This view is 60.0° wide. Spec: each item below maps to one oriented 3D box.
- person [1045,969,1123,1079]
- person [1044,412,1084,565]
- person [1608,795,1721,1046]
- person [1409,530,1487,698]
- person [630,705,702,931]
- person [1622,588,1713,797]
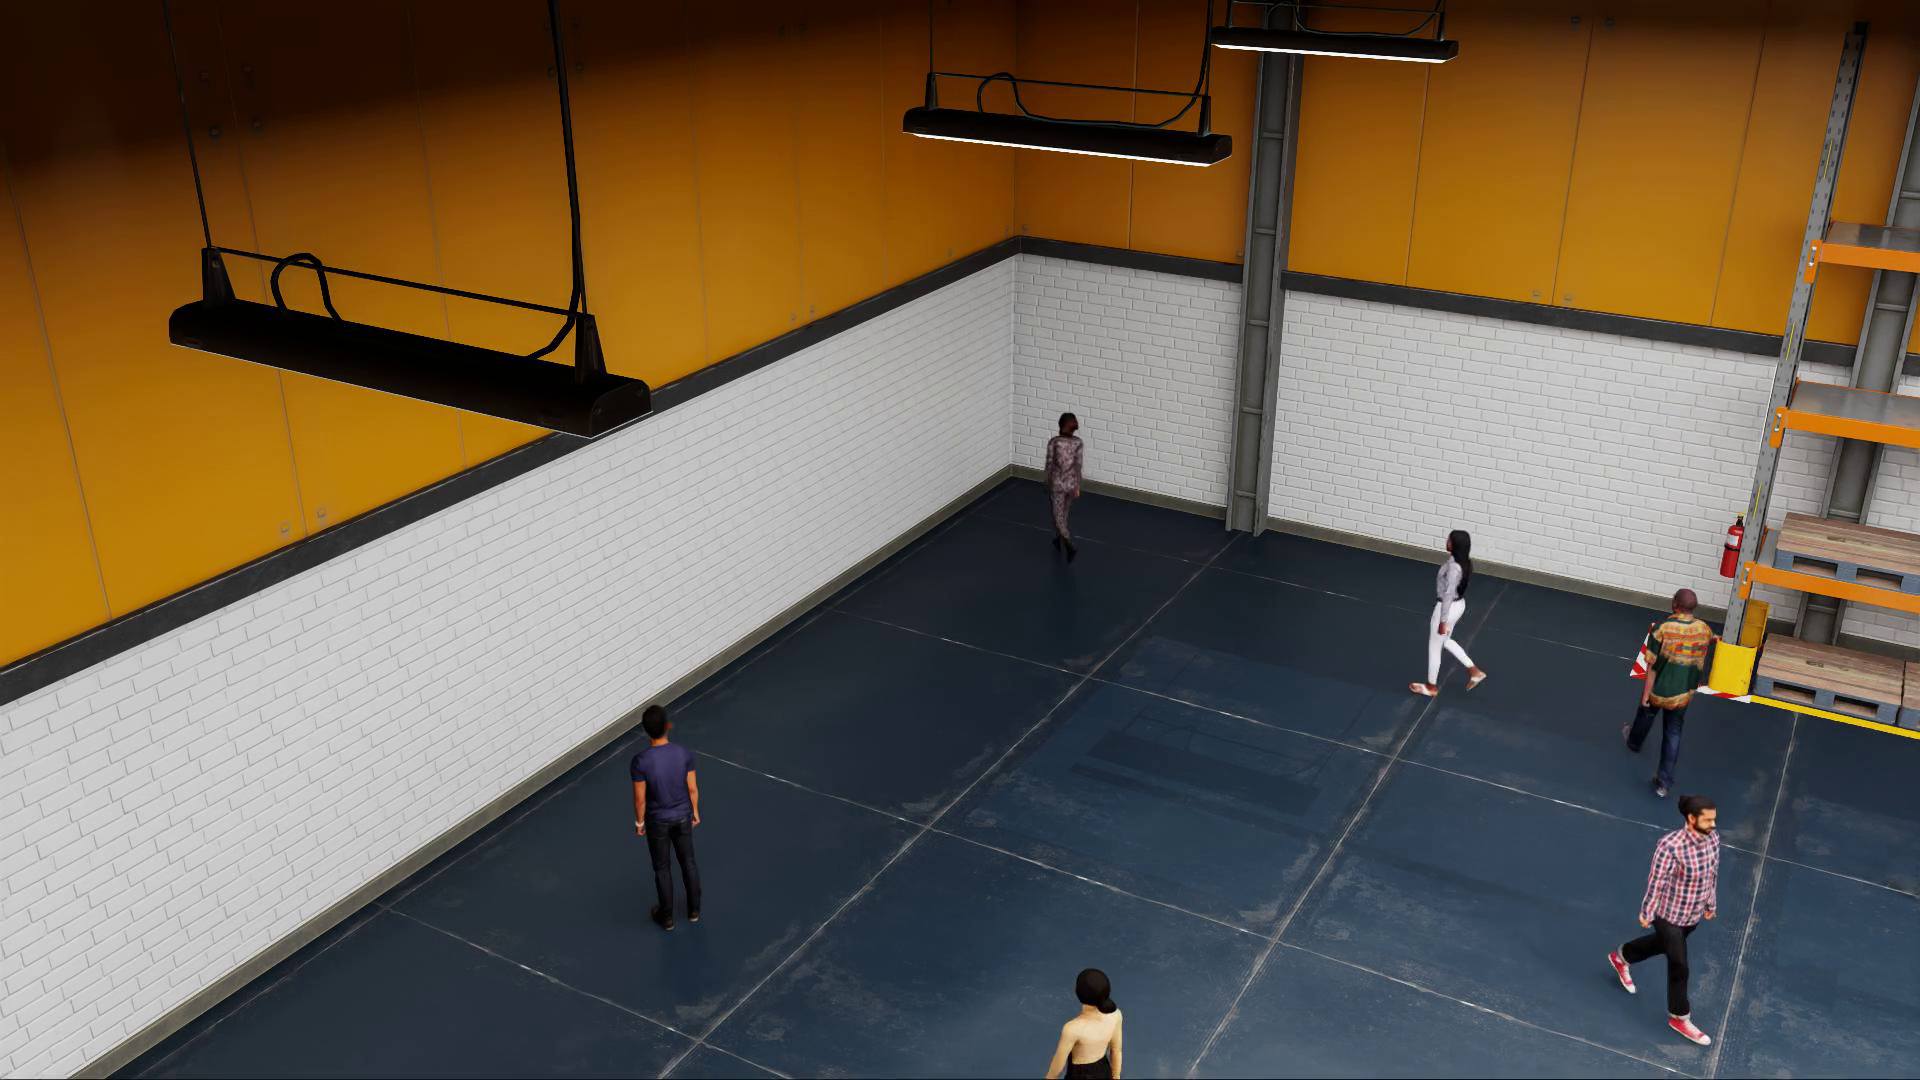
[{"bbox_3d":[0.779,3.244,9.626,0.854,1.608,1.093,-16,28,-32],"label":"person"},{"bbox_3d":[1.146,-0.547,18.201,1.021,1.685,1.098,-6,24,-14],"label":"person"},{"bbox_3d":[4.792,2.454,11.258,1.051,1.748,1.249,-14,27,-29],"label":"person"},{"bbox_3d":[4.577,0.700,15.315,0.900,1.712,0.623,15,28,30],"label":"person"},{"bbox_3d":[-2.138,2.030,12.177,0.712,1.790,0.724,-11,26,-23],"label":"person"},{"bbox_3d":[5.956,1.297,13.889,1.204,1.762,1.094,1,24,3],"label":"person"}]
